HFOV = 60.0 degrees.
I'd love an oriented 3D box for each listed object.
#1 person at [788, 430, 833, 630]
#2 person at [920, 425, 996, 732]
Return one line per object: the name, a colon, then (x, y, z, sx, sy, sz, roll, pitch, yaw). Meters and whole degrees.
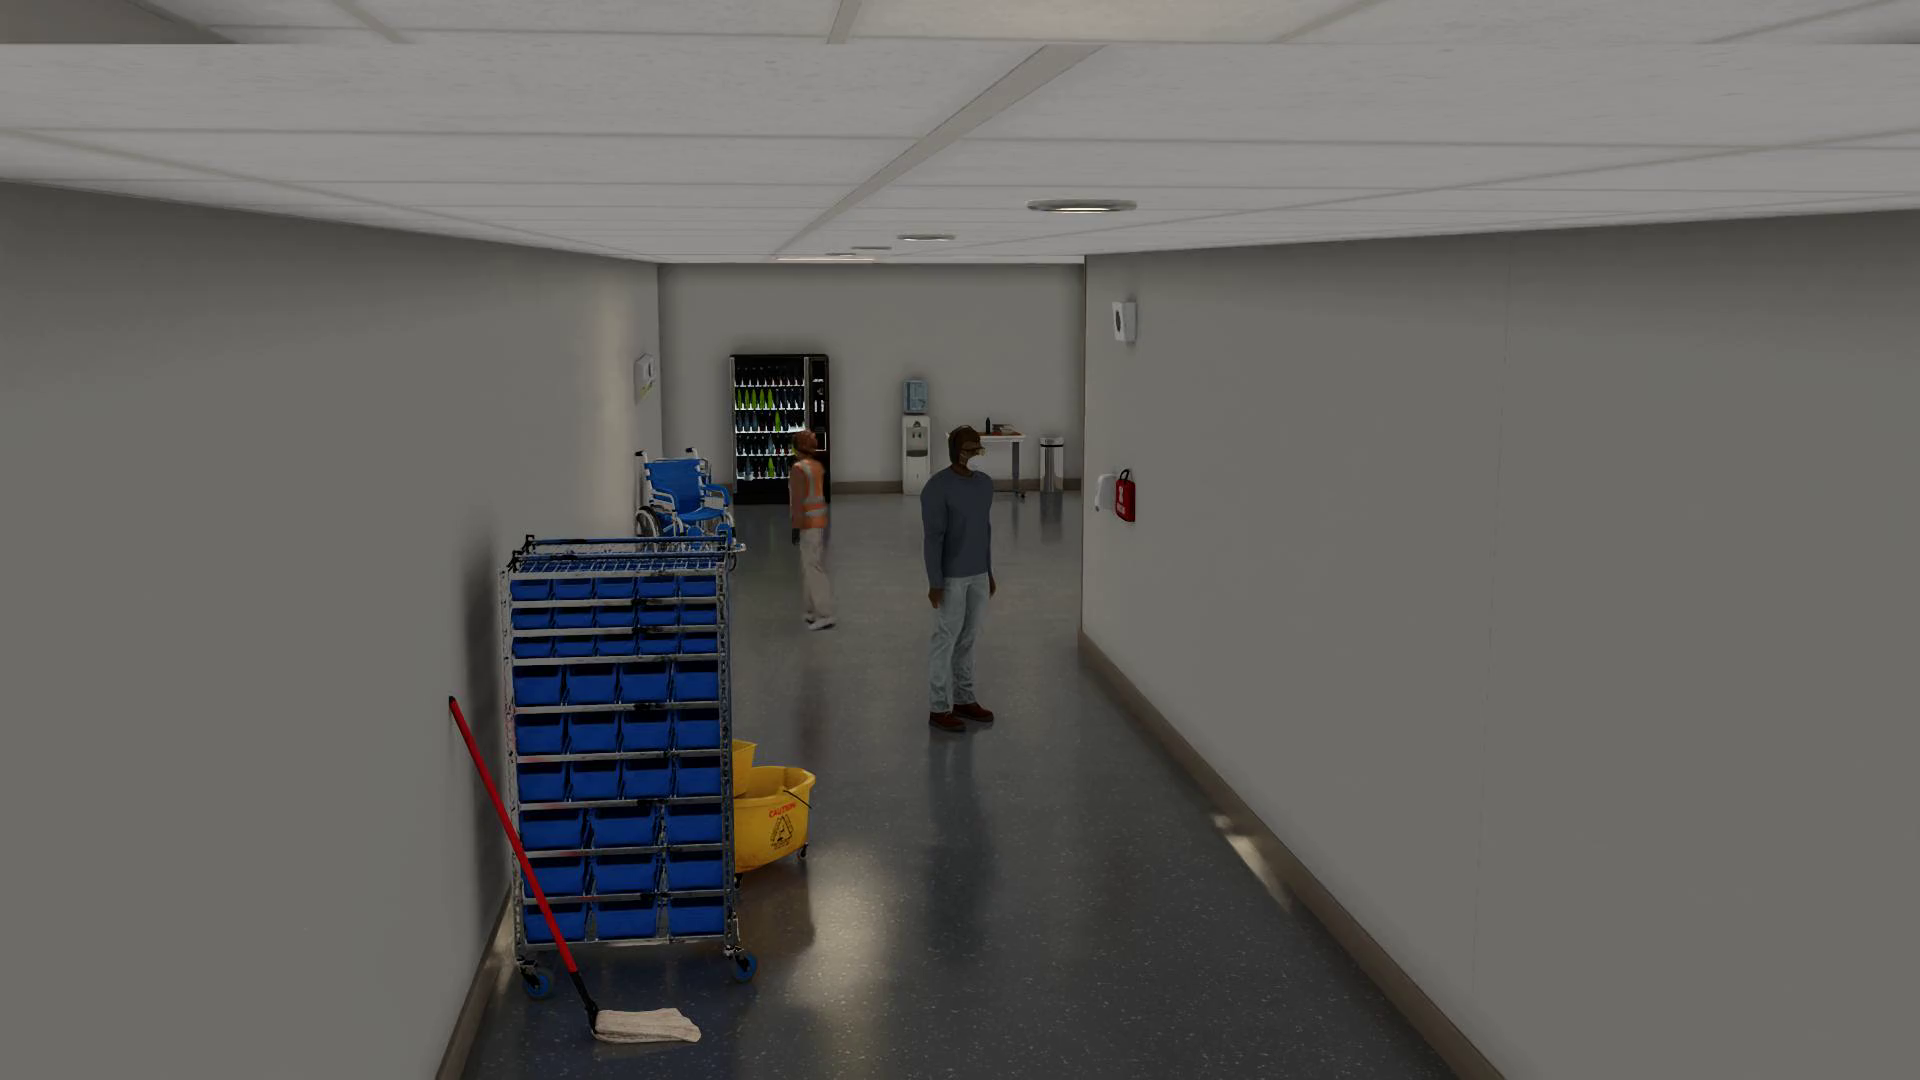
person: (-1.208, -0.091, 13.635, 0.408, 1.611, 0.579, 2, 9, 14)
person: (0.004, 0.233, 10.583, 0.354, 1.937, 0.635, 7, 12, 38)
